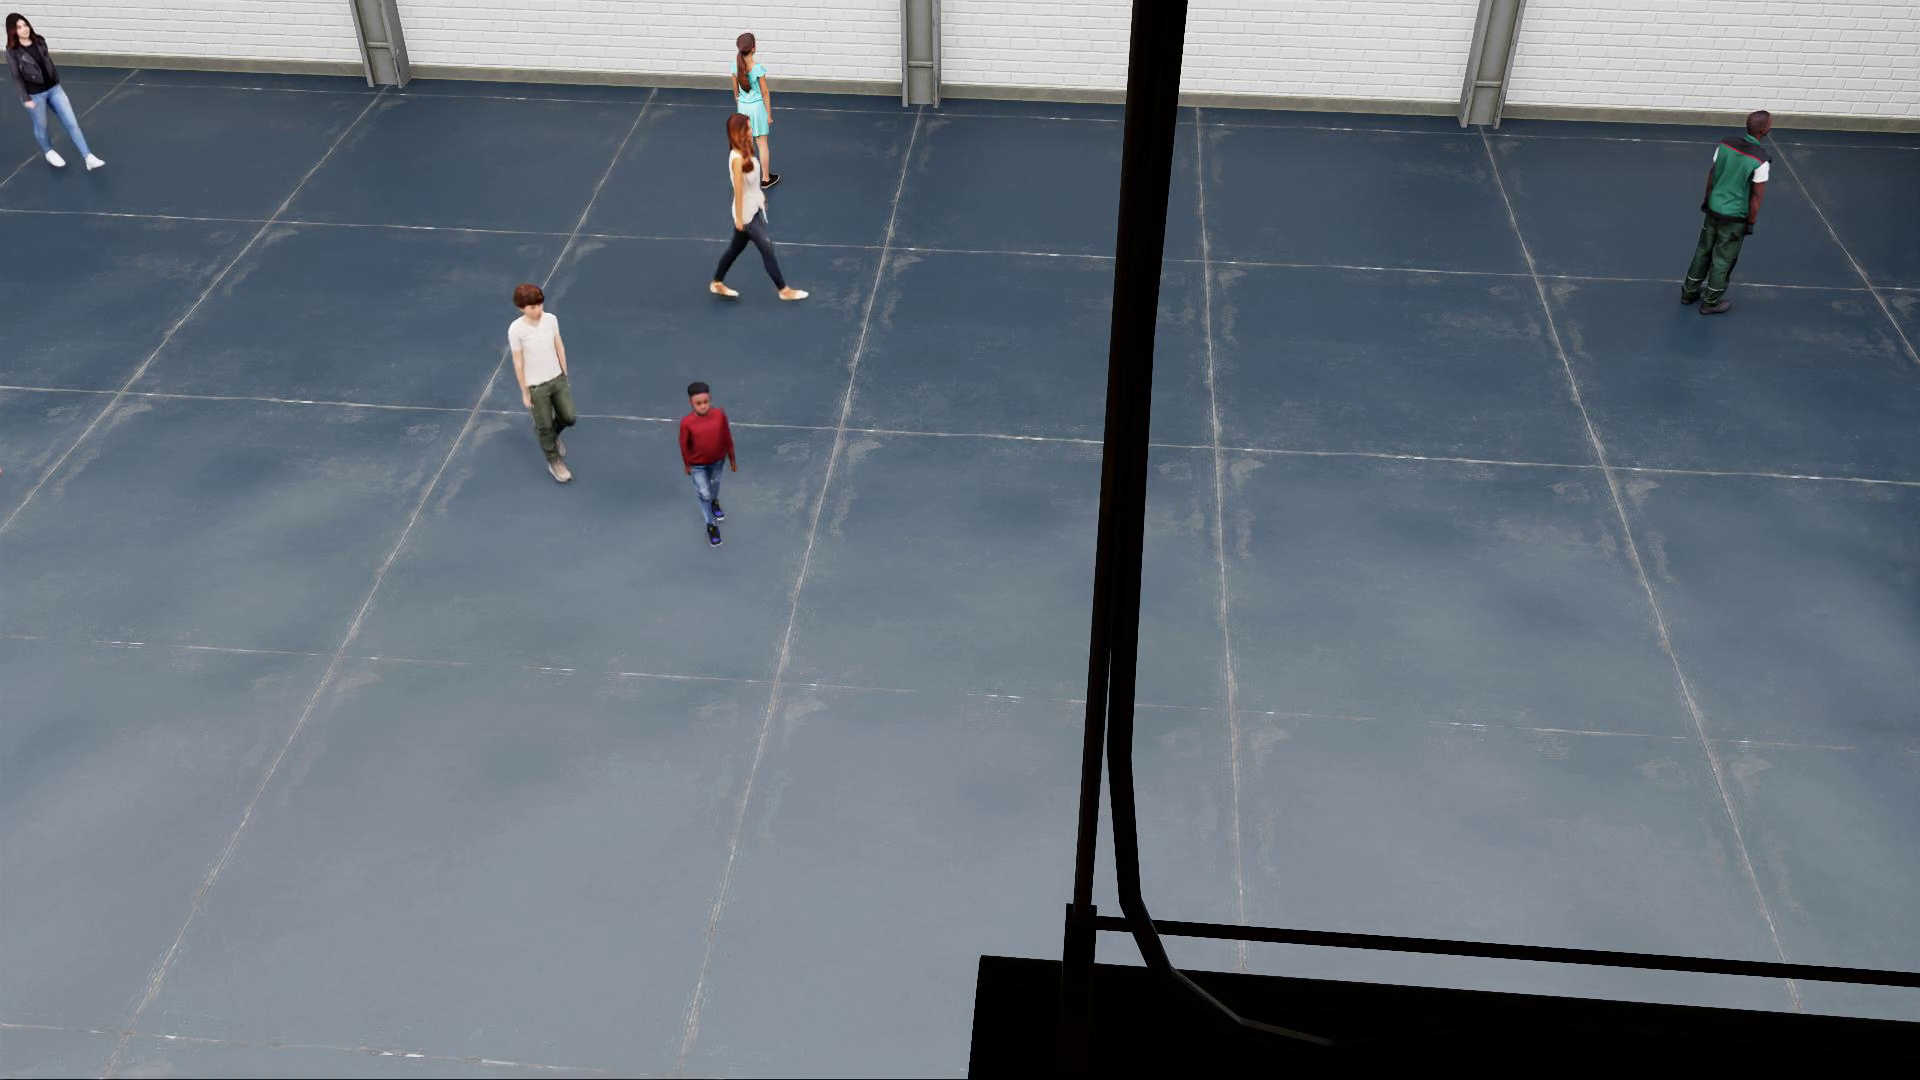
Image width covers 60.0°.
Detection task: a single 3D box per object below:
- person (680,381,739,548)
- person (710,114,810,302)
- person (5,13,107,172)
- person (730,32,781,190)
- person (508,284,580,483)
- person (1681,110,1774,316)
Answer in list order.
[{"bbox_3d":[-1.848,-0.631,12.023,0.832,1.230,0.814,-17,42,-21],"label":"person"},{"bbox_3d":[-1.924,-2.827,14.364,1.108,1.740,0.644,2,39,2],"label":"person"},{"bbox_3d":[-9.146,-4.421,16.475,1.166,1.597,0.957,21,43,24],"label":"person"},{"bbox_3d":[-2.023,-4.194,16.222,0.554,1.558,0.663,13,40,15],"label":"person"},{"bbox_3d":[-3.149,-1.207,12.412,0.775,1.645,0.829,-25,45,-28],"label":"person"},{"bbox_3d":[6.602,-2.820,14.276,0.797,1.839,0.783,-19,42,-22],"label":"person"}]
